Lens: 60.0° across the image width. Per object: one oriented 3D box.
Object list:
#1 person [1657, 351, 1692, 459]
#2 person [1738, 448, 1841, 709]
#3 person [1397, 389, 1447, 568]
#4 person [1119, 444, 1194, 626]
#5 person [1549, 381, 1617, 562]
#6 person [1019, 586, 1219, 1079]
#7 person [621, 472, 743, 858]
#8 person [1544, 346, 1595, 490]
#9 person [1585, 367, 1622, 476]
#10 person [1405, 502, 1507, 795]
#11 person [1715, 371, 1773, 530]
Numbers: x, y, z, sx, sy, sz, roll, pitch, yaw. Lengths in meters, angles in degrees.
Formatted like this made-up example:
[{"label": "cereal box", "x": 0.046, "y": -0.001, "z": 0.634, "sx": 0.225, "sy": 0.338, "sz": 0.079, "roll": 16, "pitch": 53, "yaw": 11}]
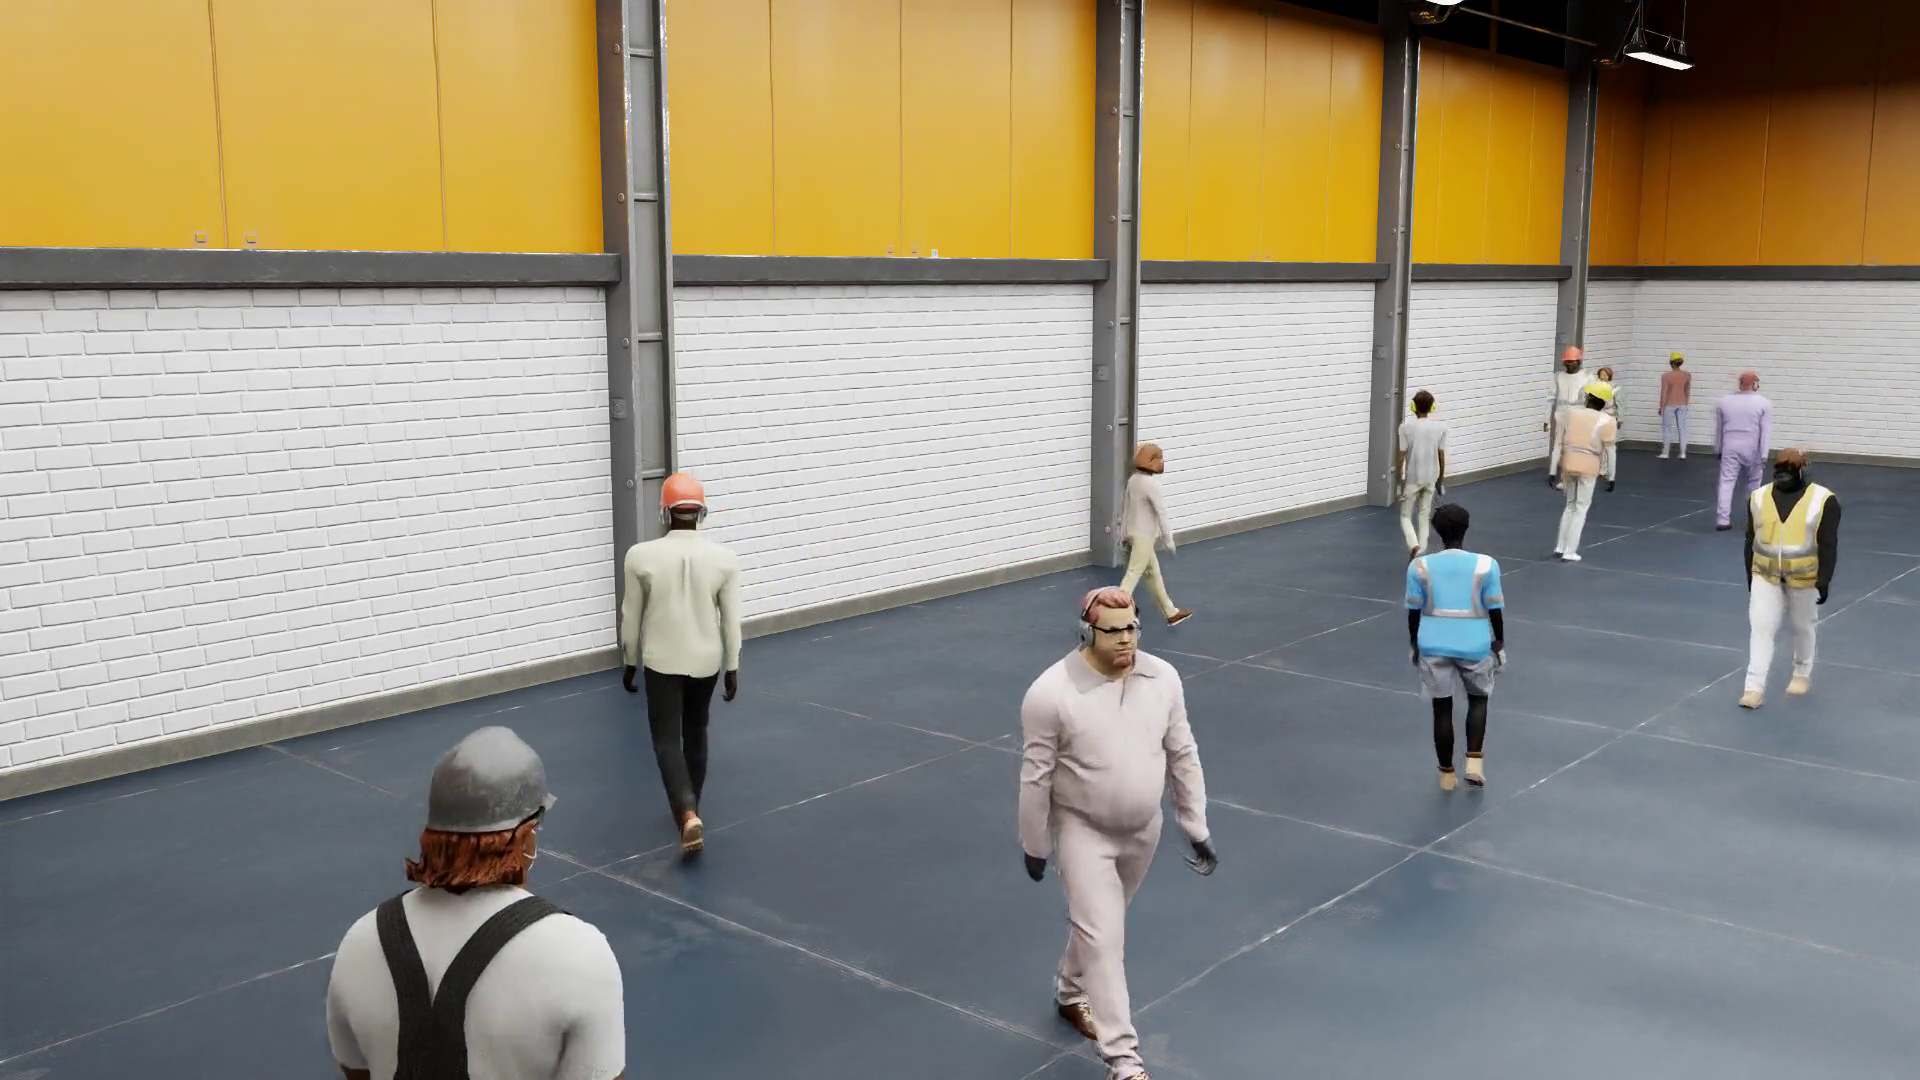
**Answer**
[{"label": "person", "x": 11.588, "y": -2.190, "z": 26.986, "sx": 0.533, "sy": 1.768, "sz": 0.332, "roll": -1, "pitch": 9, "yaw": -8}, {"label": "person", "x": 5.773, "y": 0.252, "z": 11.592, "sx": 0.622, "sy": 1.798, "sz": 0.965, "roll": 8, "pitch": 12, "yaw": 40}, {"label": "person", "x": 4.594, "y": -0.571, "z": 16.526, "sx": 0.518, "sy": 1.856, "sz": 0.498, "roll": 0, "pitch": 9, "yaw": -1}, {"label": "person", "x": 1.578, "y": -0.010, "z": 13.852, "sx": 0.889, "sy": 1.583, "sz": 0.522, "roll": -3, "pitch": 10, "yaw": -20}, {"label": "person", "x": 6.491, "y": -0.712, "z": 17.316, "sx": 0.600, "sy": 1.879, "sz": 0.601, "roll": -8, "pitch": 12, "yaw": -43}, {"label": "person", "x": 0.580, "y": 1.083, "z": 6.164, "sx": 0.655, "sy": 1.847, "sz": 1.021, "roll": -5, "pitch": 10, "yaw": -27}, {"label": "person", "x": -1.431, "y": 0.633, "z": 8.648, "sx": 0.605, "sy": 1.969, "sz": 0.924, "roll": -4, "pitch": 10, "yaw": -21}, {"label": "person", "x": 8.572, "y": -1.731, "z": 23.383, "sx": 0.625, "sy": 2.001, "sz": 1.040, "roll": 6, "pitch": 11, "yaw": 35}, {"label": "person", "x": 9.519, "y": -1.761, "z": 24.730, "sx": 0.645, "sy": 1.616, "sz": 0.529, "roll": -8, "pitch": 12, "yaw": -41}, {"label": "person", "x": 2.834, "y": 0.624, "z": 9.547, "sx": 0.567, "sy": 1.675, "sz": 0.367, "roll": 4, "pitch": 10, "yaw": 21}, {"label": "person", "x": 9.204, "y": -1.051, "z": 19.530, "sx": 0.671, "sy": 1.850, "sz": 0.983, "roll": 9, "pitch": 13, "yaw": 44}]
